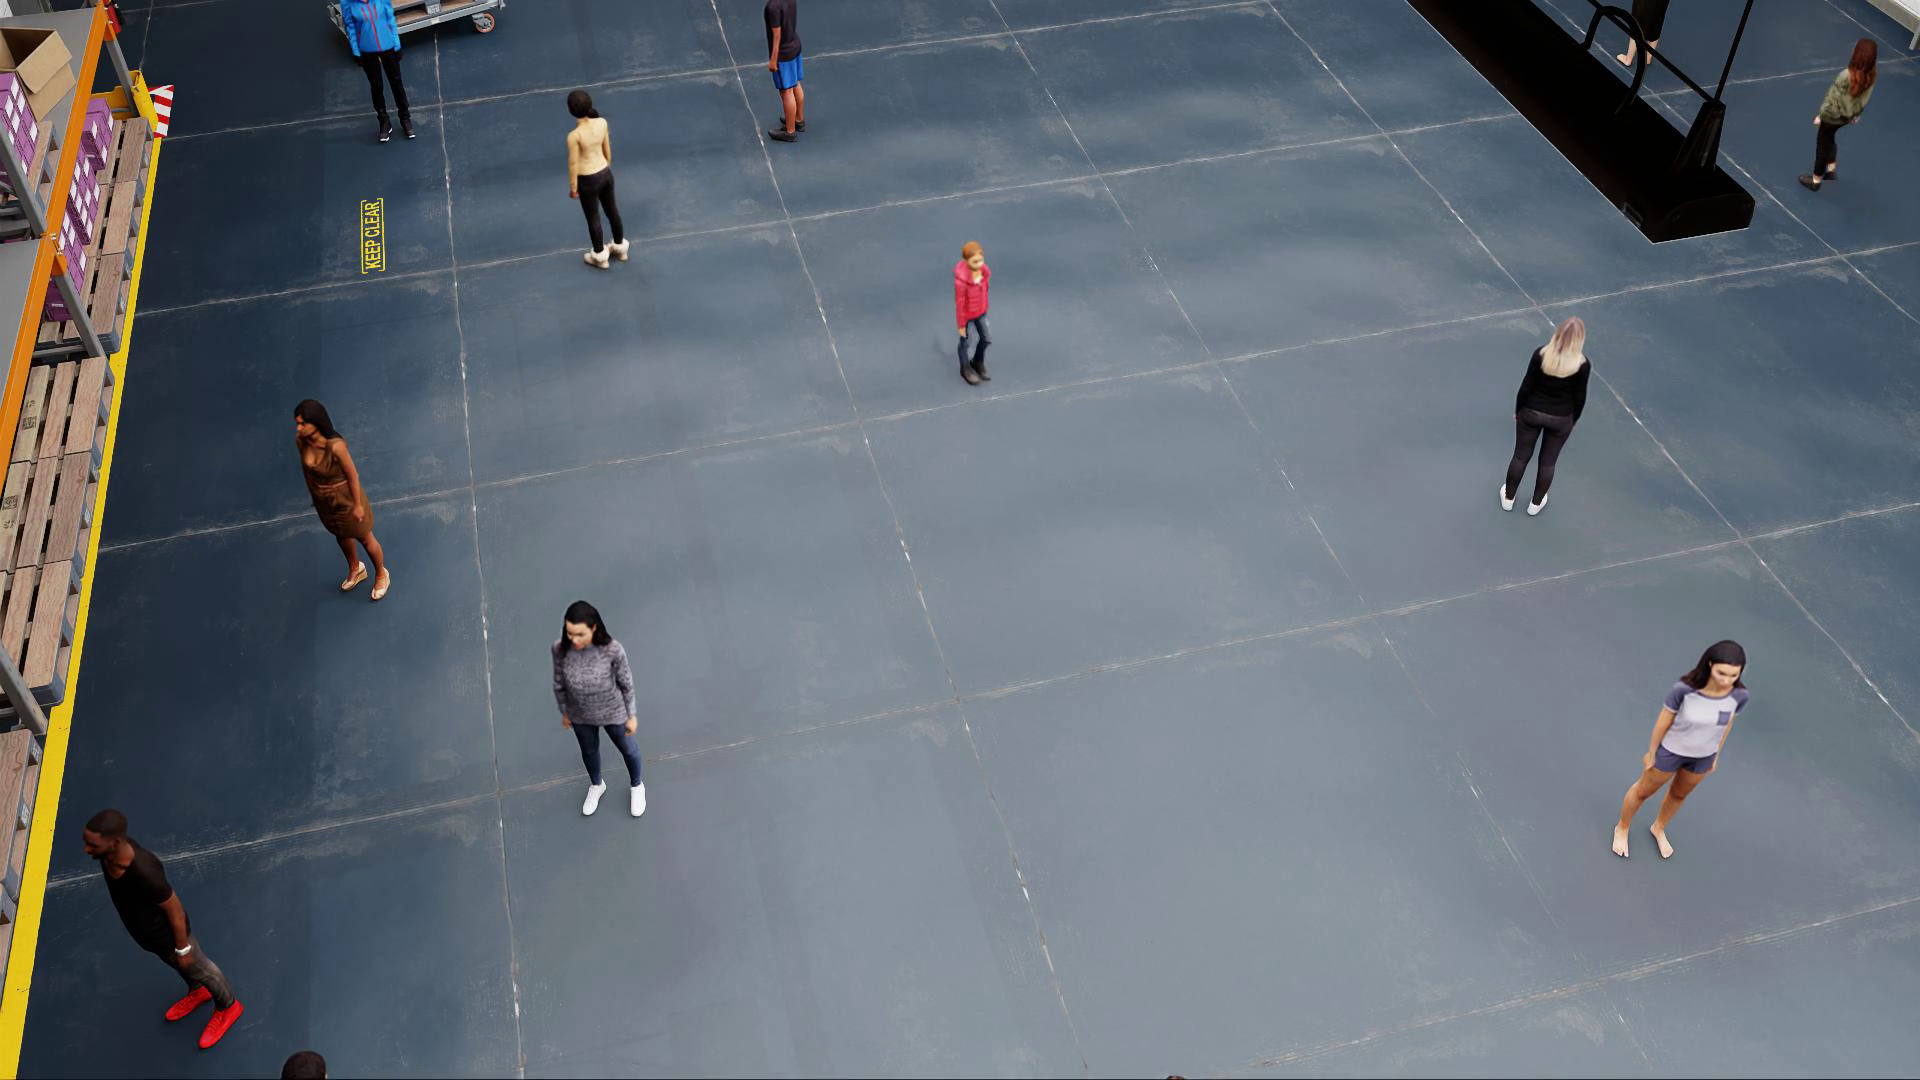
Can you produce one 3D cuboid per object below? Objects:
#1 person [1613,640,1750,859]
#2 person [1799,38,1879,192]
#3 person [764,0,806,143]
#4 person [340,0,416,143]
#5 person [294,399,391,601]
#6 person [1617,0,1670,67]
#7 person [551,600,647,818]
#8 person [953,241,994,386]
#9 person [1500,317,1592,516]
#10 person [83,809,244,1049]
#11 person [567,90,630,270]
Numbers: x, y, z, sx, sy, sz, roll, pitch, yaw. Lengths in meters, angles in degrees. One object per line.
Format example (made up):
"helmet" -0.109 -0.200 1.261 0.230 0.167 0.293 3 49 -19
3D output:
"person" 4.196 1.212 9.639 0.643 1.734 0.614 2 44 2
"person" 8.042 -3.827 15.121 0.635 1.468 0.632 -19 47 -19
"person" -1.651 -4.645 15.740 0.767 1.799 0.687 14 45 15
"person" -5.520 -4.650 15.747 0.617 1.797 0.513 -12 45 -12
"person" -4.189 -0.274 11.231 0.645 1.689 0.679 15 46 16
"person" 7.060 -5.596 16.865 0.617 1.625 0.617 -4 44 -4
"person" -2.137 0.994 9.870 0.673 1.732 0.631 3 44 3
"person" 0.053 -1.806 13.116 0.581 1.308 0.605 -26 49 -25
"person" 4.177 -0.874 11.864 0.691 1.686 0.728 16 46 17
"person" -4.207 2.007 8.752 0.688 1.806 0.767 25 49 24
"person" -3.101 -3.090 14.209 0.716 1.659 0.695 33 53 30
